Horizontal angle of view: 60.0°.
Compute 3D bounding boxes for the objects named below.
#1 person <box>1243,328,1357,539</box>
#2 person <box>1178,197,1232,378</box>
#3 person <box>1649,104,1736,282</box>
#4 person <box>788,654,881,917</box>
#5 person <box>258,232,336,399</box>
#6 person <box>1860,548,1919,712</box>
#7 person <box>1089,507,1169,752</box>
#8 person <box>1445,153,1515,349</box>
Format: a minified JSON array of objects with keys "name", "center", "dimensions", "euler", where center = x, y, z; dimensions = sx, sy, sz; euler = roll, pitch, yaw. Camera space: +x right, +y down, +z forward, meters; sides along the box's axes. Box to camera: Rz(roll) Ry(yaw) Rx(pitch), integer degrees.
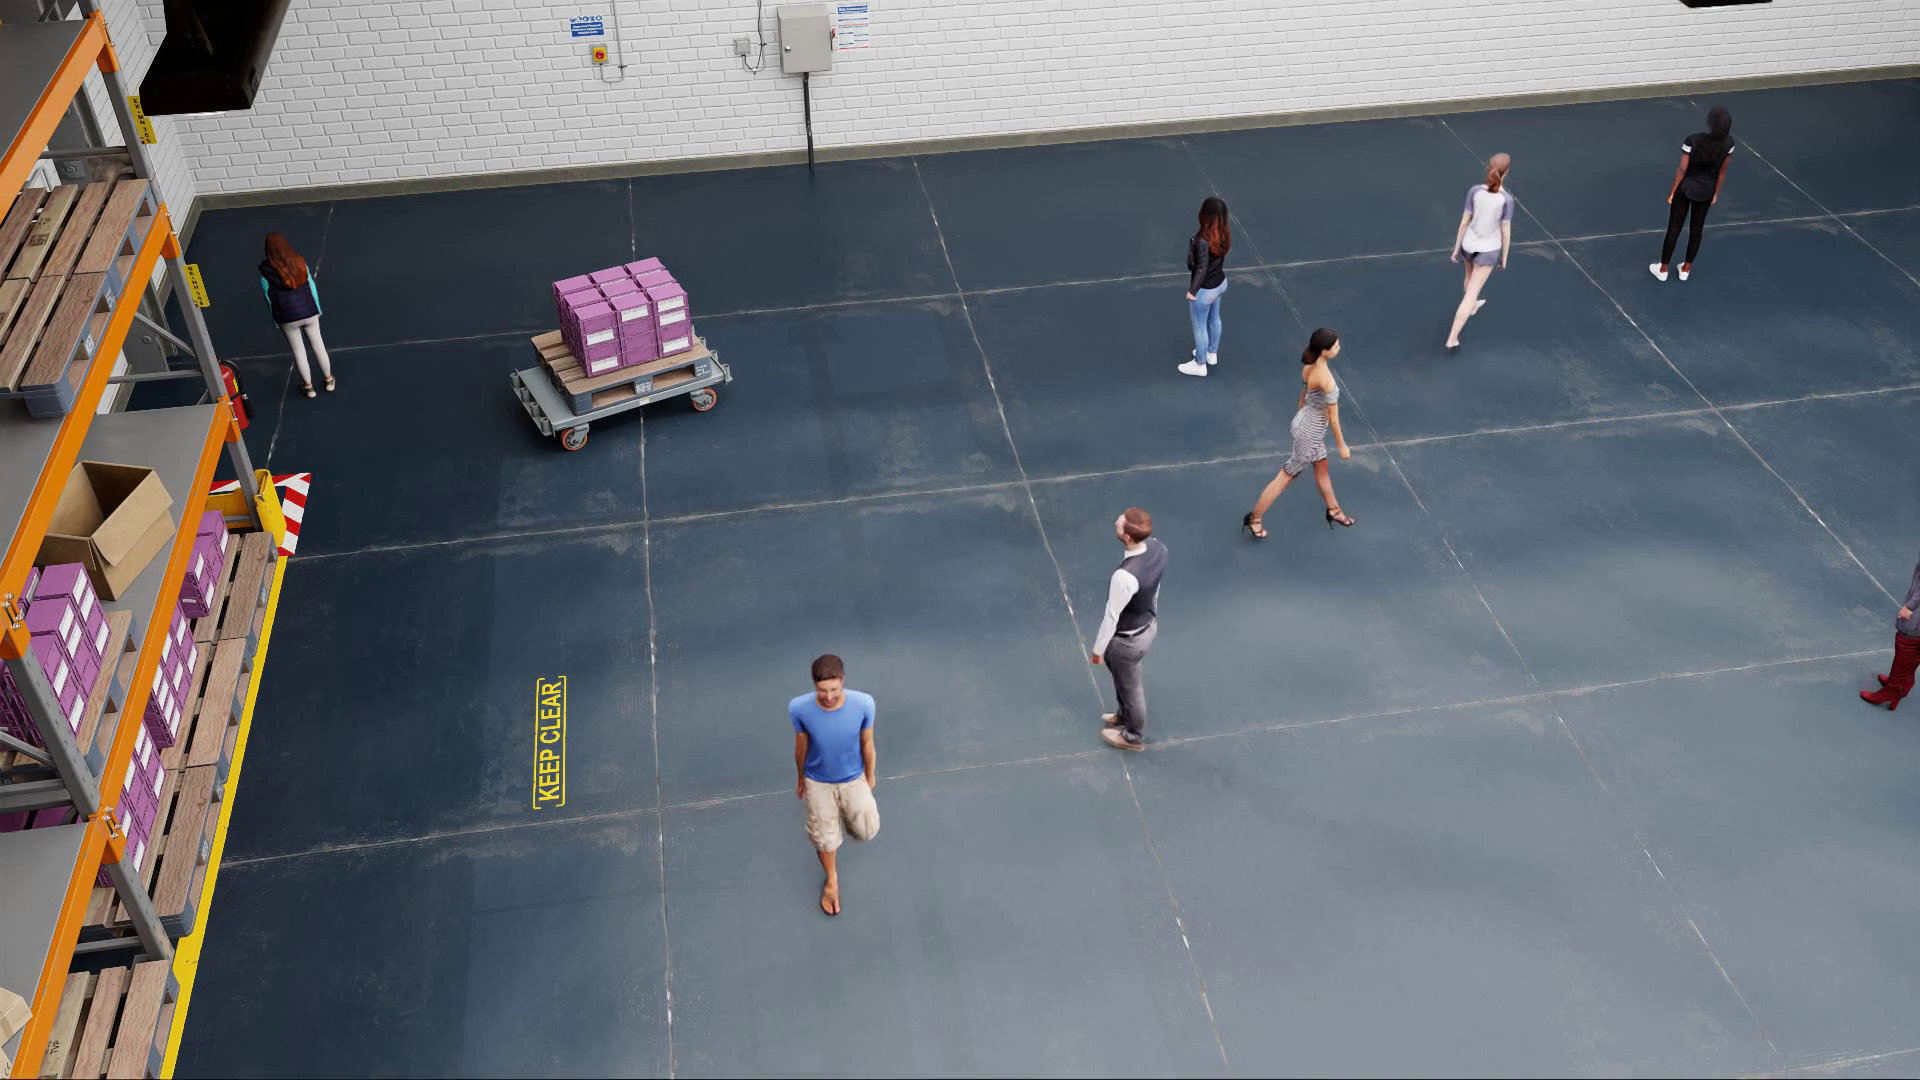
[{"name":"person","center":[2.447,-0.718,12.168],"dimensions":[0.788,1.772,1.077],"euler":[0,39,0]},{"name":"person","center":[2.093,-2.154,14.078],"dimensions":[0.769,1.633,0.713],"euler":[25,45,28]},{"name":"person","center":[6.764,-3.198,15.309],"dimensions":[0.660,1.728,0.653],"euler":[1,39,2]},{"name":"person","center":[-0.725,1.297,9.585],"dimensions":[0.699,1.846,0.974],"euler":[-2,39,-2]},{"name":"person","center":[-5.523,-1.884,13.845],"dimensions":[0.659,1.501,0.692],"euler":[-22,43,-25]},{"name":"person","center":[6.301,0.393,10.829],"dimensions":[0.661,1.708,0.660],"euler":[-26,46,-29]},{"name":"person","center":[1.150,0.609,10.384],"dimensions":[0.857,1.926,0.781],"euler":[20,43,24]},{"name":"person","center":[4.469,-2.464,14.402],"dimensions":[1.123,1.714,1.155],"euler":[25,45,28]}]
